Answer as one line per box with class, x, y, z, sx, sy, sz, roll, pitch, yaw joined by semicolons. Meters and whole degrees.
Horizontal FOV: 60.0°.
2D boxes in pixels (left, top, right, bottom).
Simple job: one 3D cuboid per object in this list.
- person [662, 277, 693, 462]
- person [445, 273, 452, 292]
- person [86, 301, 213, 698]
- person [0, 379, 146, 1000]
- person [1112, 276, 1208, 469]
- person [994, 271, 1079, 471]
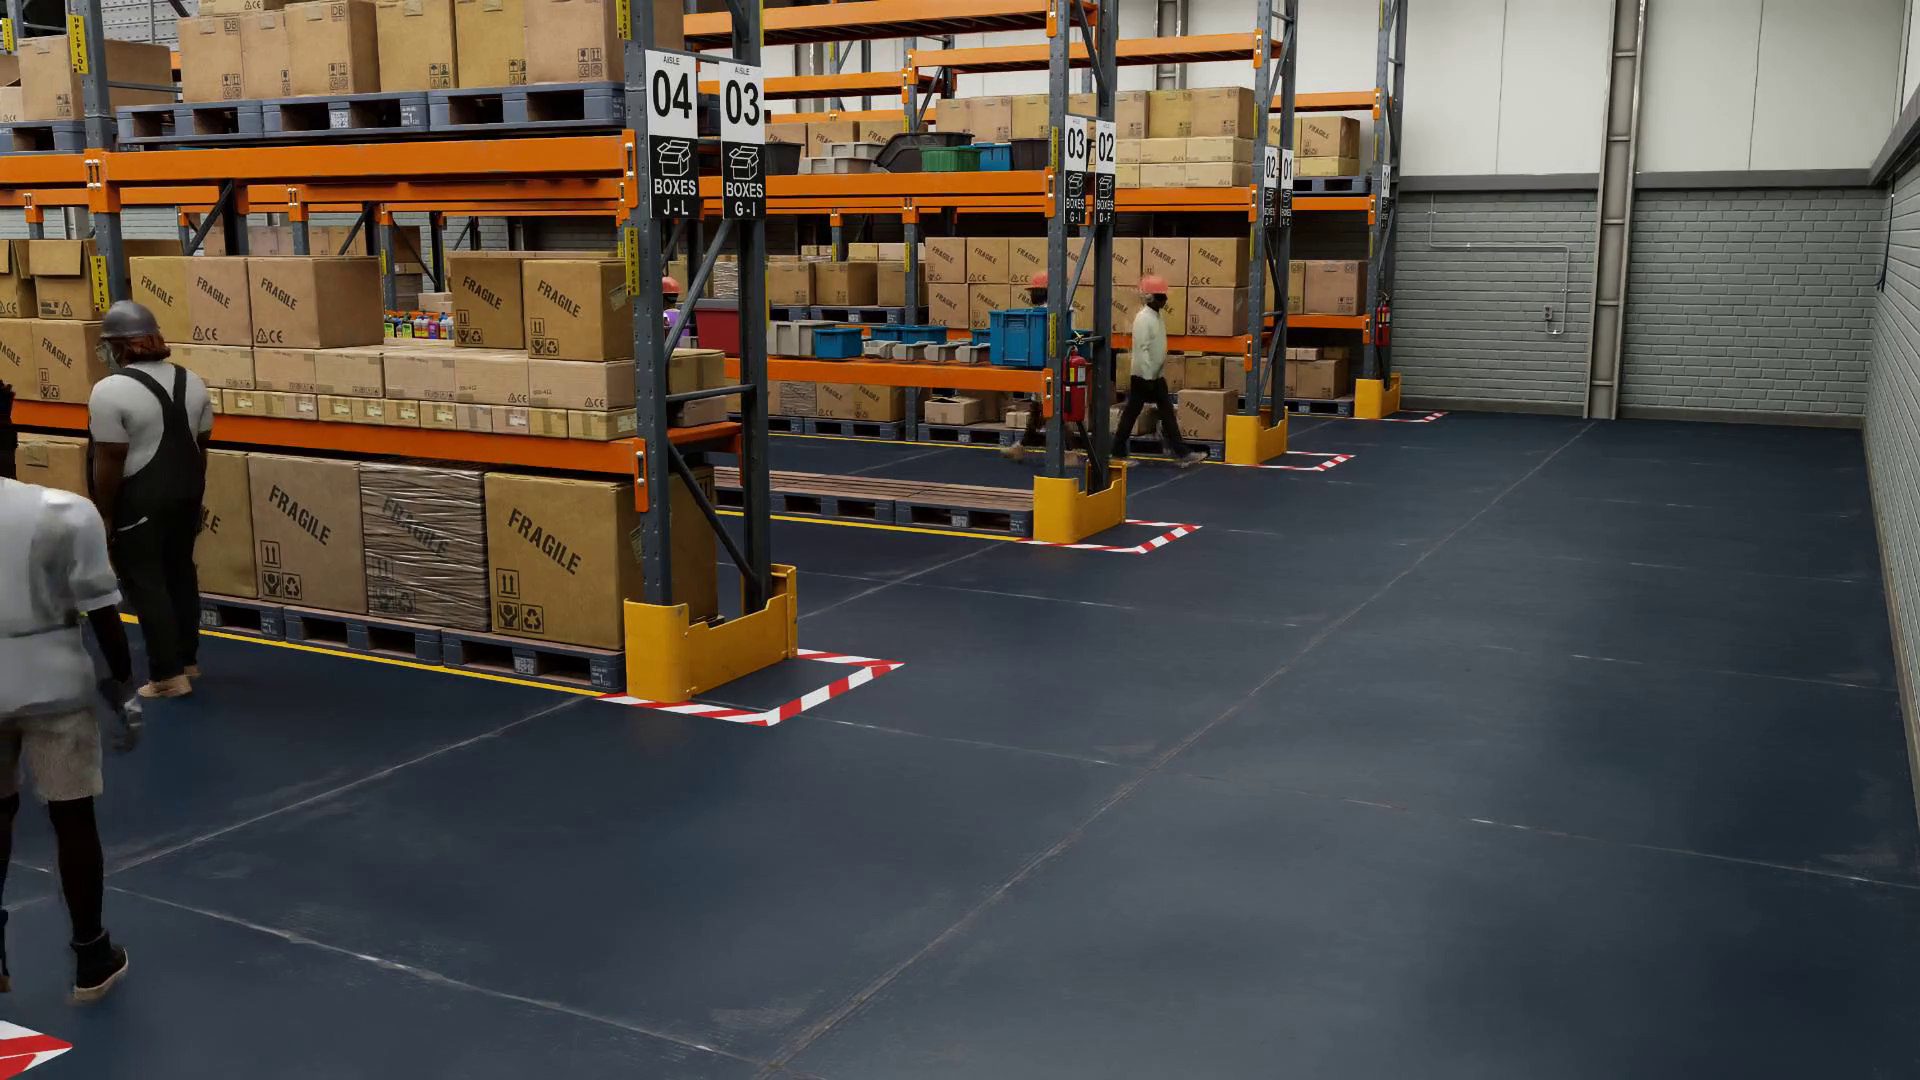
person;-2.907;-1.668;16.721;0.376;1.935;0.550;8;13;36
person;-7.158;-2.921;23.870;0.403;1.828;0.601;5;11;25
person;-4.160;-0.221;8.547;0.640;2.000;0.695;3;11;18
person;-2.837;0.468;5.034;0.679;1.945;0.459;-3;11;-14
person;1.965;-1.668;16.713;1.039;1.933;0.645;6;12;28
person;0.792;-1.708;16.802;1.060;1.983;0.625;5;12;26
